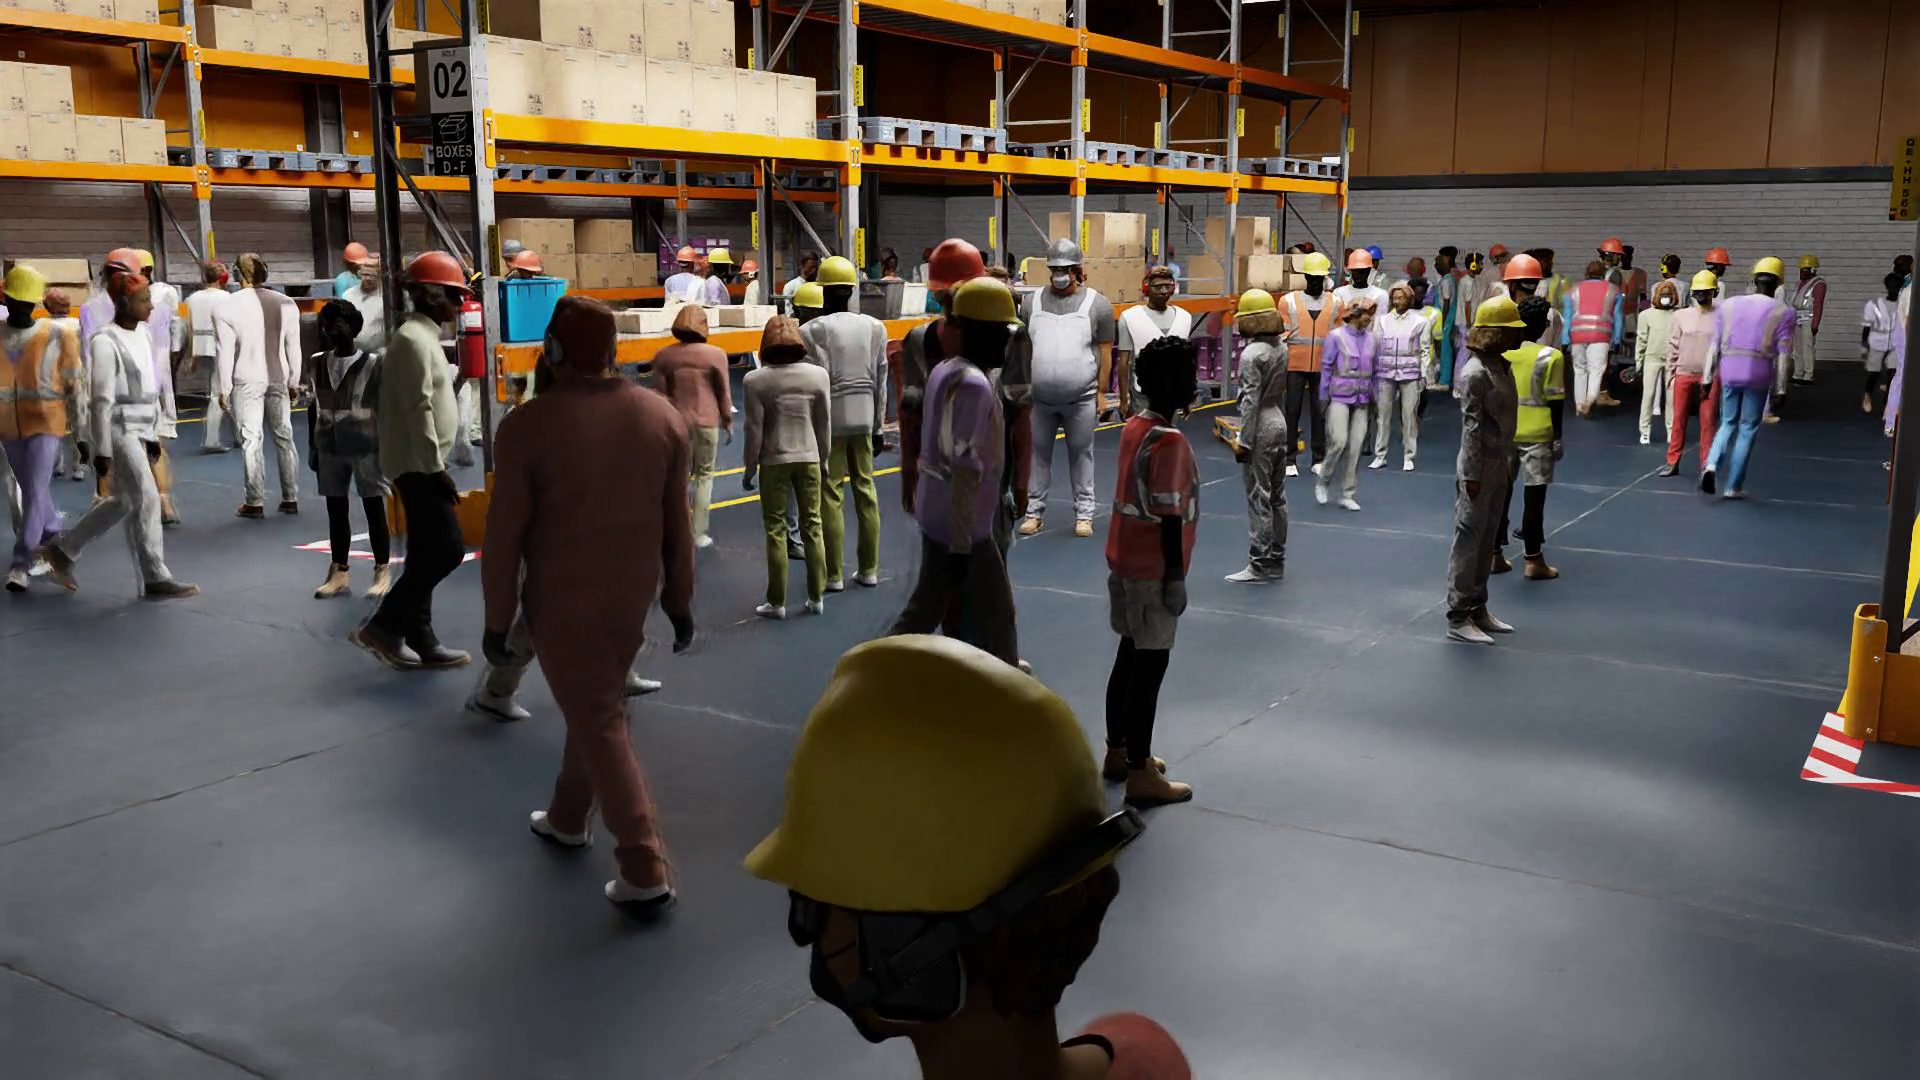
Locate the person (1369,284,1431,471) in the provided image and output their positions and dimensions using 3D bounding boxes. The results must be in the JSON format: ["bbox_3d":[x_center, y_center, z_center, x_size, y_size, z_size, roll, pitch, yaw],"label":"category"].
[{"bbox_3d":[3.866,-1.427,14.649,0.525,1.639,0.307,6,12,28],"label":"person"}]

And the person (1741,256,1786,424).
[{"bbox_3d":[8.905,-2.213,18.435,0.331,1.844,0.521,-5,11,-25],"label":"person"}]

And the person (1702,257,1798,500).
[{"bbox_3d":[6.115,-1.237,12.901,0.539,1.886,0.640,-9,14,-42],"label":"person"}]

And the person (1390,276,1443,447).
[{"bbox_3d":[4.494,-1.776,16.484,0.538,1.683,0.607,2,10,9],"label":"person"}]

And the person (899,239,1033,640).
[{"bbox_3d":[0.012,-0.295,7.314,0.617,2.028,0.410,4,11,20],"label":"person"}]

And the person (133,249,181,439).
[{"bbox_3d":[-8.243,-1.981,16.923,0.588,1.927,0.370,-3,11,-16],"label":"person"}]

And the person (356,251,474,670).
[{"bbox_3d":[-2.483,-0.344,7.744,0.516,1.966,0.640,-2,11,-13],"label":"person"}]

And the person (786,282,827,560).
[{"bbox_3d":[-0.955,-0.753,10.593,0.338,1.761,0.525,3,11,17],"label":"person"}]

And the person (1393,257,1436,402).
[{"bbox_3d":[5.722,-2.645,20.953,0.577,1.798,0.930,7,12,35],"label":"person"}]

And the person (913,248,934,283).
[{"bbox_3d":[-0.558,-4.299,29.882,0.587,1.882,0.341,0,10,1],"label":"person"}]

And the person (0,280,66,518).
[{"bbox_3d":[-6.814,-1.028,12.116,0.327,1.753,0.563,-10,14,-43],"label":"person"}]

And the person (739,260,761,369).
[{"bbox_3d":[-2.878,-3.006,23.127,0.365,1.741,0.561,-1,10,-3],"label":"person"}]

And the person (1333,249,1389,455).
[{"bbox_3d":[3.739,-1.759,15.676,0.543,1.934,0.356,3,11,18],"label":"person"}]

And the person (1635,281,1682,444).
[{"bbox_3d":[6.964,-1.751,16.497,0.511,1.620,0.278,3,11,14],"label":"person"}]

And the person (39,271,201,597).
[{"bbox_3d":[-4.808,-0.580,9.371,0.817,1.860,0.579,-2,10,-9],"label":"person"}]

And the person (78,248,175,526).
[{"bbox_3d":[-5.922,-1.083,11.858,0.603,1.978,1.048,-9,14,-41],"label":"person"}]

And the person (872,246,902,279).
[{"bbox_3d":[-1.399,-4.412,30.462,0.639,1.907,0.769,8,13,37],"label":"person"}]

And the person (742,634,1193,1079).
[{"bbox_3d":[0.006,0.935,1.238,0.340,1.760,0.526,6,12,31],"label":"person"}]

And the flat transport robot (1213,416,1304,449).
[{"bbox_3d":[2.941,-1.073,16.477,0.652,0.197,1.431,0,10,0],"label":"flat transport robot"}]

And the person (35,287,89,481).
[{"bbox_3d":[-7.604,-1.320,14.086,0.541,1.617,0.620,-7,12,-35],"label":"person"}]

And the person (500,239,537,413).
[{"bbox_3d":[-5.181,-2.484,19.394,0.536,2.000,0.688,-1,10,-7],"label":"person"}]

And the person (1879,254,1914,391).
[{"bbox_3d":[12.618,-2.903,22.306,0.429,1.832,0.635,3,11,18],"label":"person"}]

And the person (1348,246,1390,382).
[{"bbox_3d":[5.407,-2.907,21.993,0.618,1.945,0.395,10,14,43],"label":"person"}]

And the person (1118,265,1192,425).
[{"bbox_3d":[1.369,-1.015,11.796,0.570,1.843,0.373,-4,11,-23],"label":"person"}]

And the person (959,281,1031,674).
[{"bbox_3d":[0.131,-0.252,7.590,0.343,1.839,0.506,6,12,31],"label":"person"}]

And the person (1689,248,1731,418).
[{"bbox_3d":[8.555,-2.354,18.992,0.390,1.929,0.545,-2,10,-10],"label":"person"}]

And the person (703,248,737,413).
[{"bbox_3d":[-2.819,-2.449,19.514,0.364,1.927,0.587,-2,10,-11],"label":"person"}]

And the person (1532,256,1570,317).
[{"bbox_3d":[7.658,-2.824,21.781,0.615,1.860,0.863,8,13,39],"label":"person"}]

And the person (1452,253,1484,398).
[{"bbox_3d":[6.508,-2.739,21.314,0.327,1.862,0.509,2,10,12],"label":"person"}]

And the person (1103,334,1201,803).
[{"bbox_3d":[0.702,0.101,6.051,0.322,1.690,0.533,-2,10,-10],"label":"person"}]

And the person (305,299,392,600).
[{"bbox_3d":[-3.447,-0.507,9.397,0.532,1.696,0.318,2,10,9],"label":"person"}]

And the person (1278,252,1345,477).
[{"bbox_3d":[2.997,-1.488,14.231,0.582,1.919,0.395,0,10,1],"label":"person"}]

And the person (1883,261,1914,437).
[{"bbox_3d":[9.765,-1.970,17.108,0.339,1.838,0.508,5,11,27],"label":"person"}]
